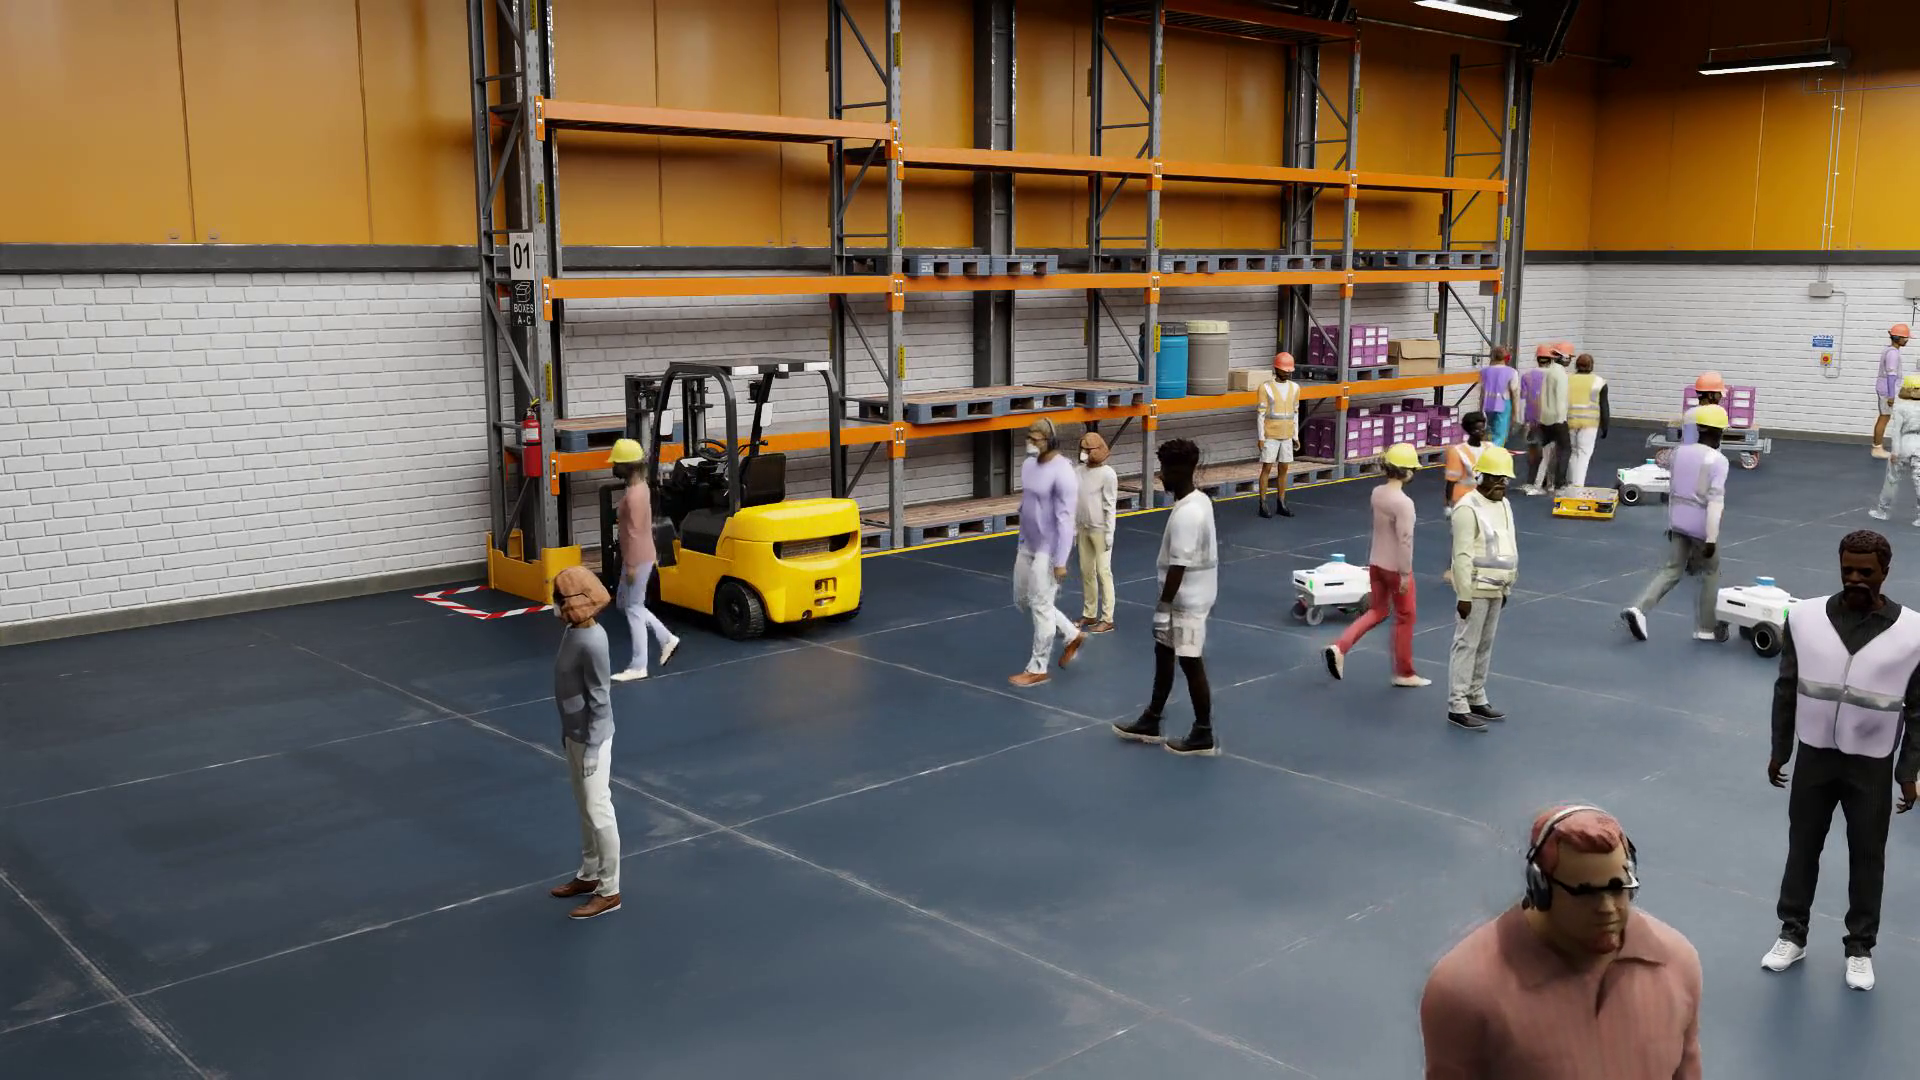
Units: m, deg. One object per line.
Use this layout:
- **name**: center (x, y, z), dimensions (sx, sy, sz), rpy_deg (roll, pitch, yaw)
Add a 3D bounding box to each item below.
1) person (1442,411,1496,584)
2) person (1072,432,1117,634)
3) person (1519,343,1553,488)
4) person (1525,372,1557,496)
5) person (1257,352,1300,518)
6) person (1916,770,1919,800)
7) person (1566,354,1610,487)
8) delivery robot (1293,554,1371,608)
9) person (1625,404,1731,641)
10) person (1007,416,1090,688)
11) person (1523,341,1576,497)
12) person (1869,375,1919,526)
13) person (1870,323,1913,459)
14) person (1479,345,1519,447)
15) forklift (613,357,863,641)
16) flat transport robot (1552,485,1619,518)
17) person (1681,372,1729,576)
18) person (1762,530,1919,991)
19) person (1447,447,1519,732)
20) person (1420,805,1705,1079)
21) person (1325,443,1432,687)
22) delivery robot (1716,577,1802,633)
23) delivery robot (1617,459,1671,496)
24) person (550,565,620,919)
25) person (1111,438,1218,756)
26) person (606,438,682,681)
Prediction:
- **person**: center (4.551, -0.335, 14.902), dimensions (0.554, 1.673, 0.594), rpy_deg (-5, 11, -28)
- **person**: center (1.080, -0.061, 13.458), dimensions (0.280, 1.624, 0.494), rpy_deg (-7, 12, -37)
- **person**: center (7.504, -1.580, 21.510), dimensions (0.548, 1.914, 0.583), rpy_deg (4, 11, 25)
- **person**: center (7.535, -1.374, 21.299), dimensions (0.852, 1.601, 0.523), rpy_deg (-5, 11, -25)
- **person**: center (3.716, -1.220, 19.342), dimensions (0.543, 1.931, 0.371), rpy_deg (-3, 10, -18)
- **person**: center (5.536, 0.478, 9.076), dimensions (0.377, 2.044, 0.608), rpy_deg (-3, 10, -15)
- **person**: center (7.905, -1.455, 21.118), dimensions (0.640, 1.795, 0.878), rpy_deg (6, 11, 30)
- **delivery robot**: center (3.143, 0.359, 13.846), dimensions (0.707, 0.478, 0.477), rpy_deg (-3, 10, -16)
- **person**: center (5.693, -0.120, 13.013), dimensions (0.858, 1.895, 0.595), rpy_deg (-4, 10, -21)
- **person**: center (0.631, 0.079, 11.748), dimensions (0.621, 1.926, 0.645), rpy_deg (-5, 11, -25)
- **person**: center (7.508, -1.531, 21.065), dimensions (0.664, 1.962, 0.640), rpy_deg (-1, 10, -7)
- **person**: center (10.776, -1.021, 18.876), dimensions (0.503, 1.695, 0.916), rpy_deg (-1, 10, -5)
- **person**: center (14.009, -2.232, 24.997), dimensions (0.435, 2.033, 0.612), rpy_deg (5, 11, 25)
- **person**: center (7.380, -1.769, 22.898), dimensions (0.795, 1.822, 0.573), rpy_deg (-8, 12, -38)
- **forklift**: center (-1.847, -0.414, 13.852), dimensions (1.214, 2.155, 2.313), rpy_deg (-9, 13, -42)
- **flat transport robot**: center (7.453, -0.466, 19.782), dimensions (0.652, 0.197, 1.431), rpy_deg (4, 11, 24)
- **person**: center (7.080, -0.629, 15.863), dimensions (0.357, 1.938, 0.542), rpy_deg (0, 10, -3)
- **person**: center (3.712, 0.901, 6.963), dimensions (0.593, 1.920, 0.391), rpy_deg (7, 12, 36)
- **person**: center (3.379, 0.304, 10.724), dimensions (0.403, 1.826, 0.594), rpy_deg (9, 13, 42)
- **person**: center (1.312, 1.475, 3.684), dimensions (0.660, 1.886, 0.547), rpy_deg (-2, 10, -10)
- **person**: center (2.972, 0.185, 11.633), dimensions (0.692, 1.746, 0.527), rpy_deg (-3, 10, -16)
- **delivery robot**: center (6.219, 0.529, 12.854), dimensions (0.477, 0.478, 0.707), rpy_deg (-4, 10, -21)
- **delivery robot**: center (8.425, -0.745, 20.313), dimensions (0.707, 0.478, 0.477), rpy_deg (2, 10, 13)
- **person**: center (-1.739, 0.920, 7.687), dimensions (0.289, 1.633, 0.498), rpy_deg (-5, 11, -27)
- **person**: center (1.228, 0.349, 10.090), dimensions (0.744, 1.944, 0.640), rpy_deg (2, 10, 13)
- **person**: center (-2.289, 0.141, 11.877), dimensions (0.434, 1.752, 0.547), rpy_deg (-1, 10, -7)
